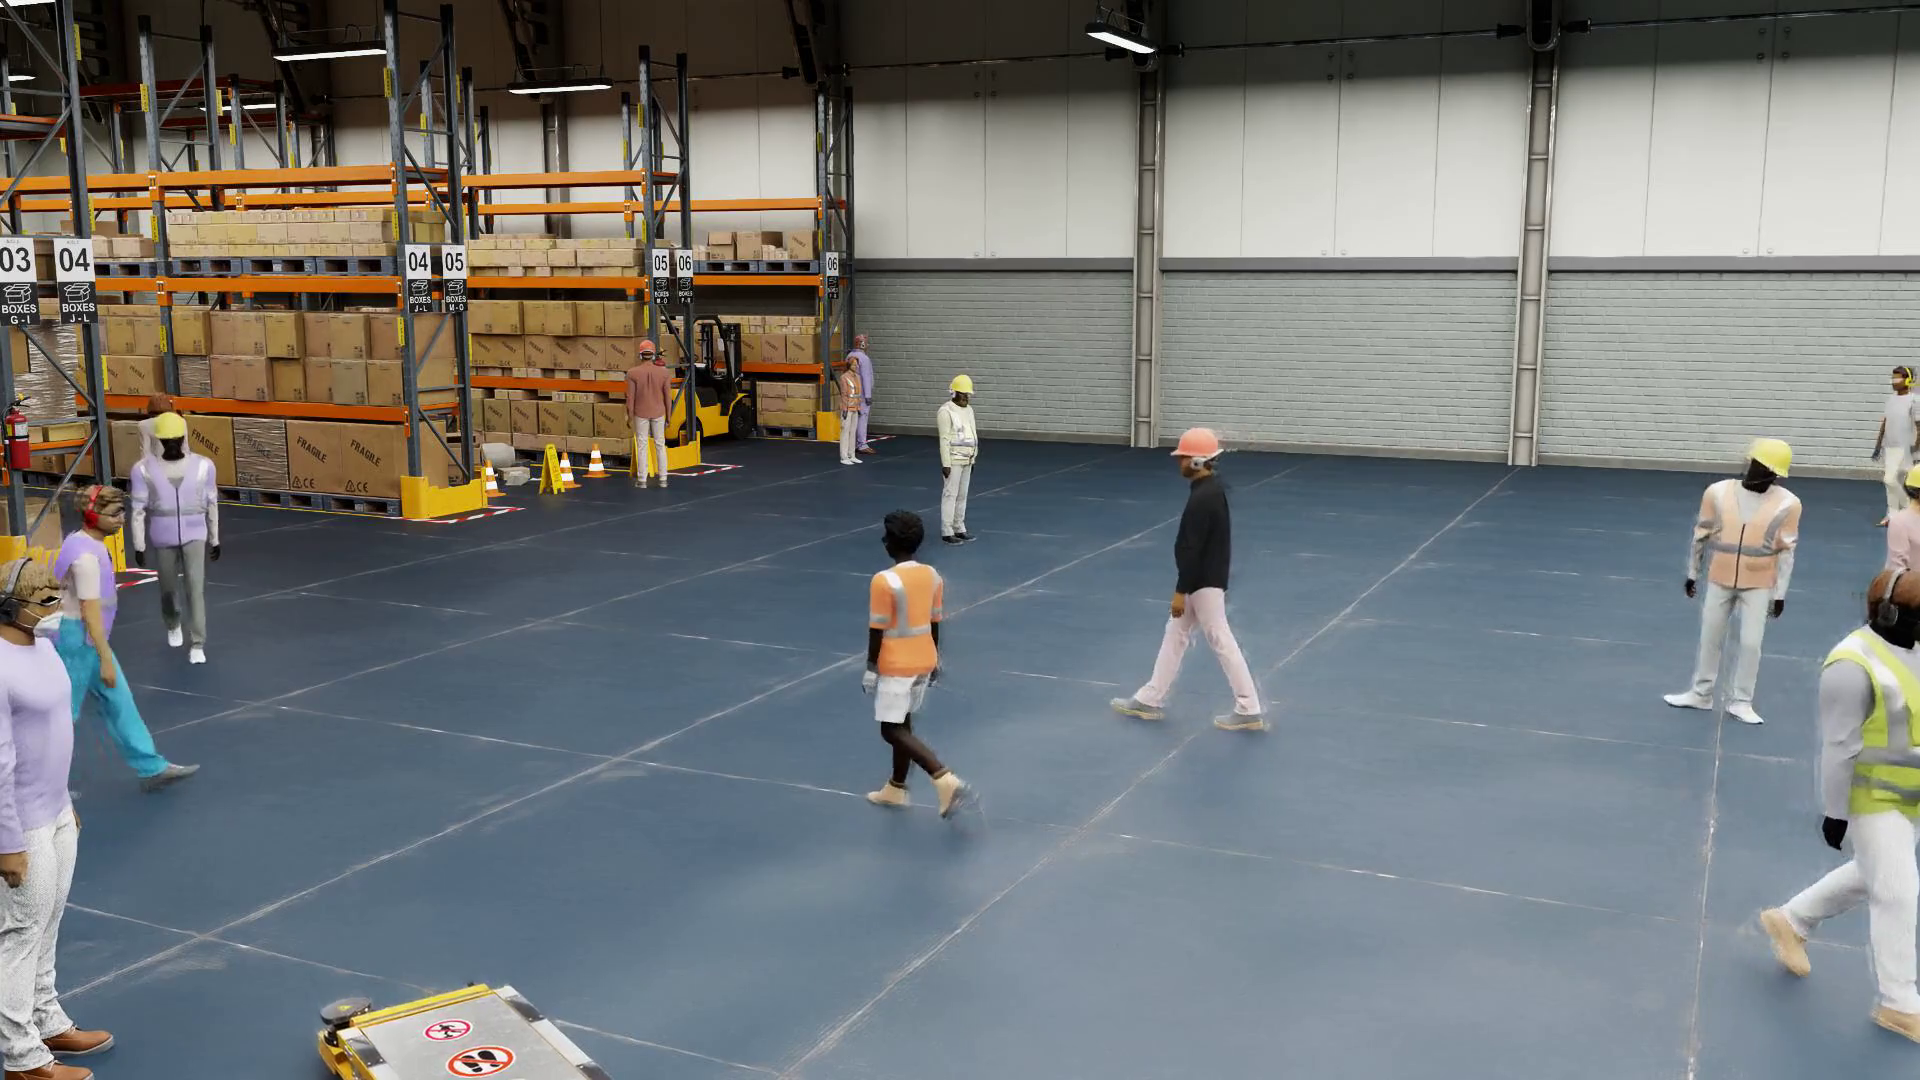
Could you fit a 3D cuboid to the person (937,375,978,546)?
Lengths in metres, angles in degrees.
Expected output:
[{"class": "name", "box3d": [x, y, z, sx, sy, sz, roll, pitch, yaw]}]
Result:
[{"class": "person", "box3d": [-0.010, -0.860, 17.851, 0.404, 1.820, 0.600, 5, 11, 28]}]

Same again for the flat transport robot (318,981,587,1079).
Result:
[{"class": "flat transport robot", "box3d": [-1.707, 1.879, 5.804, 0.652, 0.197, 1.431, -7, 11, -36]}]

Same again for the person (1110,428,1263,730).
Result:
[{"class": "person", "box3d": [1.503, 0.255, 10.669, 1.014, 1.940, 0.637, 2, 10, 14]}]

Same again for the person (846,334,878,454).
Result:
[{"class": "person", "box3d": [-1.578, -2.337, 26.647, 0.401, 1.910, 0.641, -5, 11, -29]}]

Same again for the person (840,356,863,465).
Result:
[{"class": "person", "box3d": [-1.653, -1.959, 25.143, 0.315, 1.641, 0.514, 4, 10, 23]}]

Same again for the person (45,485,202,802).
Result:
[{"class": "person", "box3d": [-4.736, 0.578, 9.152, 0.958, 1.772, 0.629, -4, 10, -22]}]

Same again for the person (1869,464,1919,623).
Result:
[{"class": "person", "box3d": [6.143, 0.360, 10.705, 0.528, 1.716, 0.946, -5, 11, -30]}]

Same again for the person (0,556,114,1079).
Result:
[{"class": "person", "box3d": [-3.353, 1.016, 6.008, 0.371, 1.935, 0.627, -2, 9, -12]}]

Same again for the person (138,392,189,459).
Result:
[{"class": "person", "box3d": [-8.551, -0.774, 17.898, 0.498, 1.634, 0.279, -8, 12, -42]}]

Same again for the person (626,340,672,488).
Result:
[{"class": "person", "box3d": [-4.199, -1.695, 22.440, 0.624, 1.992, 0.390, -4, 10, -22]}]

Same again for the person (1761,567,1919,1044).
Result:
[{"class": "person", "box3d": [3.591, 0.985, 6.560, 0.636, 1.815, 0.864, -6, 11, -31]}]

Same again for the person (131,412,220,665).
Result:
[{"class": "person", "box3d": [-5.967, -0.049, 12.680, 0.599, 1.896, 0.915, -5, 10, -27]}]

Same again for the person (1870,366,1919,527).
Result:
[{"class": "person", "box3d": [10.627, -1.051, 18.925, 0.390, 1.856, 0.522, -1, 9, -6]}]

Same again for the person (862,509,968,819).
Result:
[{"class": "person", "box3d": [-0.236, 0.677, 8.871, 0.682, 1.680, 0.531, 6, 11, 34]}]

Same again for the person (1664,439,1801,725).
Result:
[{"class": "person", "box3d": [5.020, 0.257, 10.845, 0.761, 1.876, 0.426, 7, 11, 36]}]
